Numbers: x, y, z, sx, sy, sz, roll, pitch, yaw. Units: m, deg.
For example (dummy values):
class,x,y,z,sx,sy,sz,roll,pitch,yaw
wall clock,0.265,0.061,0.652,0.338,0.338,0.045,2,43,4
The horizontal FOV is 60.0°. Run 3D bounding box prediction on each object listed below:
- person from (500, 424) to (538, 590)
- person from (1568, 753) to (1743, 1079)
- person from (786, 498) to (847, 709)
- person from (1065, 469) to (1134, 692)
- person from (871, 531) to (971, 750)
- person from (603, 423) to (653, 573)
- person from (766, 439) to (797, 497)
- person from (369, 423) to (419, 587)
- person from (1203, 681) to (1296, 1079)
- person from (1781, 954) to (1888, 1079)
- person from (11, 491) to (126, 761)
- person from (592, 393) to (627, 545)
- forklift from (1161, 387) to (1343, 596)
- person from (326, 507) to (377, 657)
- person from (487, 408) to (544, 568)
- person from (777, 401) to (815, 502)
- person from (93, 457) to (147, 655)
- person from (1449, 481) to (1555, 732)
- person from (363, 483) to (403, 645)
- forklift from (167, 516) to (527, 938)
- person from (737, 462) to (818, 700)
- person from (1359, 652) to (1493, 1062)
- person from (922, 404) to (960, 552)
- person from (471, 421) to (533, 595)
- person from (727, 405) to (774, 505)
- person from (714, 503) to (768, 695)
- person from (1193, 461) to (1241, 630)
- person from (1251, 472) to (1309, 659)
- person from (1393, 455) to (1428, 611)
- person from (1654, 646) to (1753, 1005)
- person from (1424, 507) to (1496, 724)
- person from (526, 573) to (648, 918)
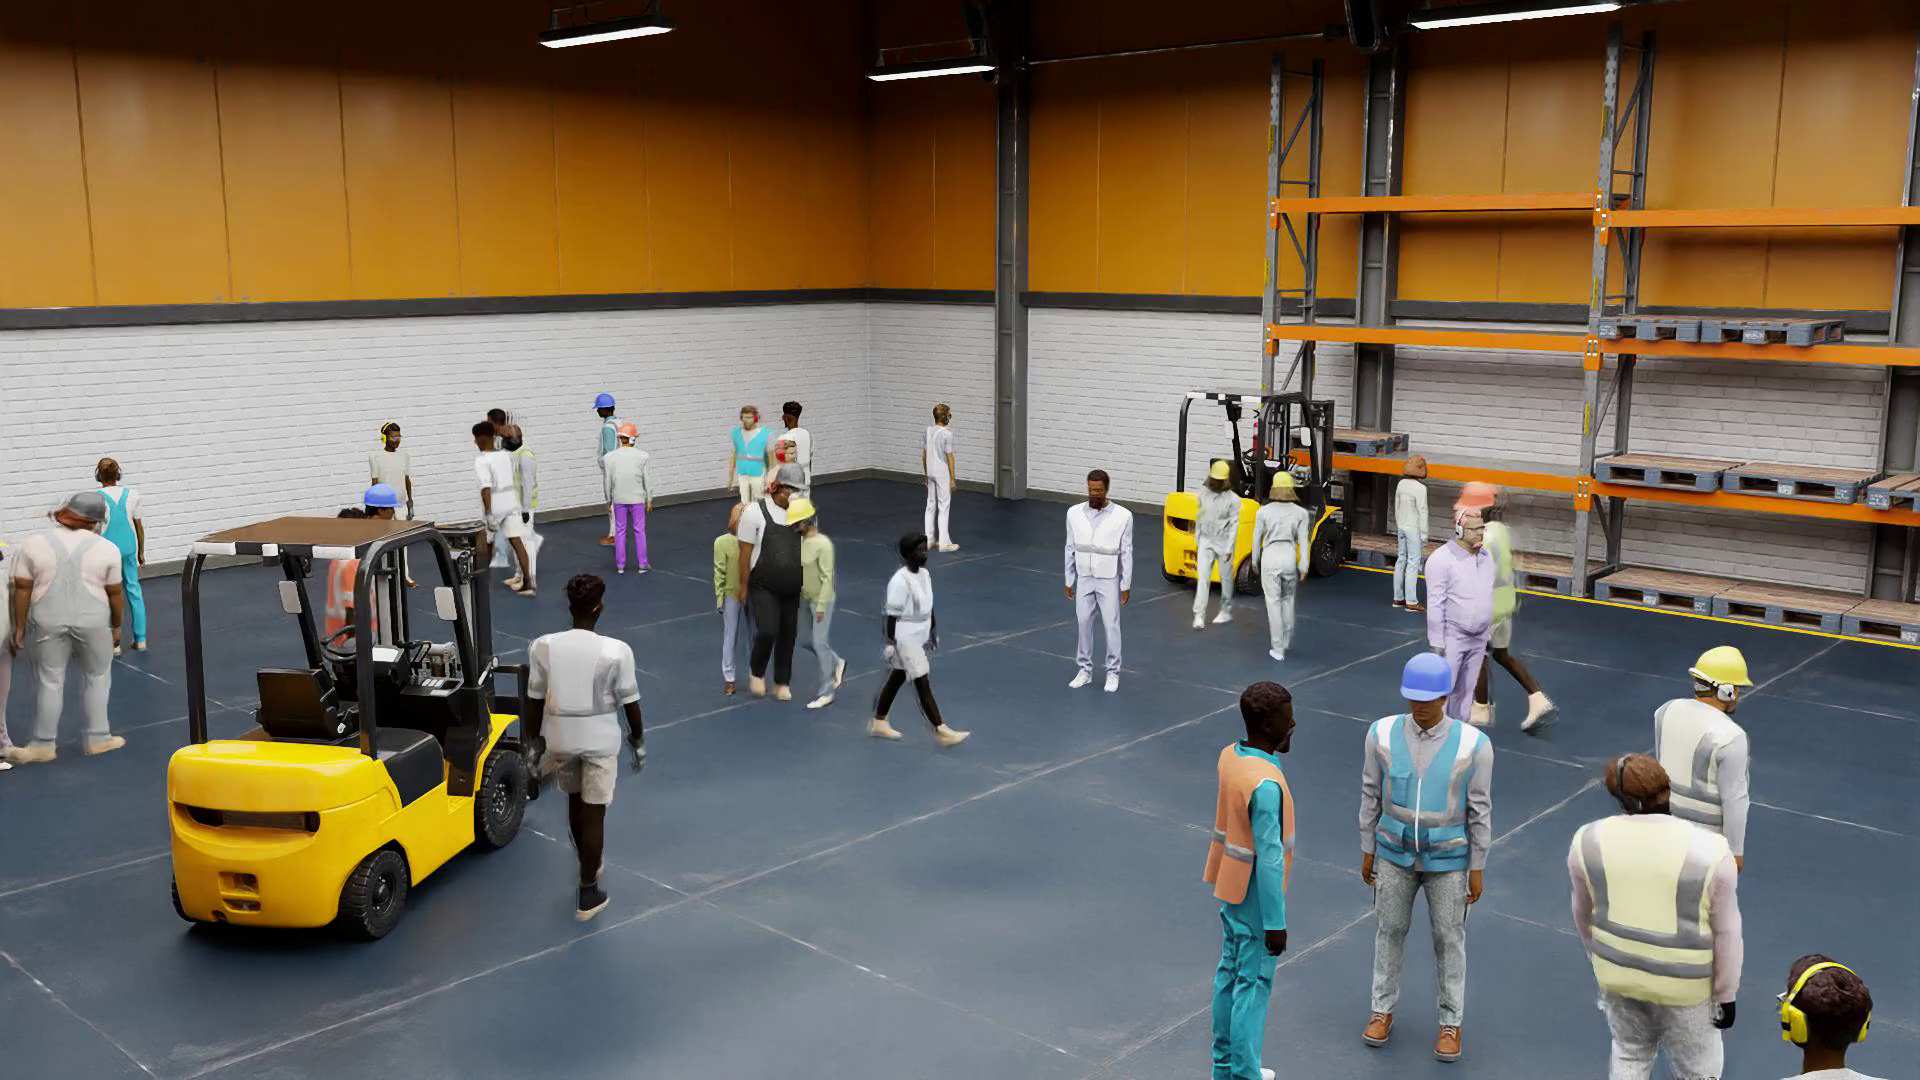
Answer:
class,x,y,z,sx,sy,sz,roll,pitch,yaw
person,-4.911,-0.371,18.466,0.429,1.833,0.631,-7,12,-34
person,2.741,1.739,6.573,0.679,1.796,0.433,8,13,39
person,-1.158,0.490,13.807,0.613,1.735,0.550,-8,13,-40
person,1.191,0.336,14.211,0.590,1.912,0.387,4,11,22
person,-0.318,0.748,12.564,0.890,1.643,0.550,4,11,22
person,-3.852,-0.491,19.364,0.565,1.748,0.339,0,10,1
person,-1.810,-0.111,16.933,0.376,1.841,0.571,0,10,0
person,-6.267,-0.371,18.386,0.333,1.860,0.510,8,13,39
person,1.272,1.551,7.257,0.390,1.920,0.587,-1,10,-7
person,2.318,2.056,4.586,0.510,1.855,0.324,-2,10,-11
person,-6.669,0.595,12.355,0.862,2.000,0.535,-4,11,-21
person,-4.446,-0.903,21.185,0.416,1.939,0.604,0,10,0
forklift,3.298,-0.608,18.767,1.214,2.155,2.313,9,13,42
person,-4.303,0.751,11.835,0.370,1.930,0.770,-5,11,-26
person,-5.343,-0.616,19.668,0.651,1.903,0.595,-3,10,-15
person,-1.980,-0.678,19.817,0.367,1.966,0.606,6,11,29
person,-7.845,0.148,15.456,0.332,1.844,0.518,9,13,40
person,4.218,0.532,12.876,0.839,1.990,0.714,6,12,31
person,-4.569,0.518,13.107,0.426,1.937,0.615,-10,14,-43
forklift,-3.583,0.976,9.748,1.214,2.155,2.313,2,10,11
person,-1.475,0.339,13.816,0.714,2.000,0.542,-5,11,-28
person,2.151,1.460,7.746,0.603,1.938,0.424,5,11,28
person,-0.250,-0.778,20.729,0.325,1.843,0.517,-10,14,-44
person,-5.039,-0.331,18.032,1.015,1.898,0.633,5,11,28
person,-2.610,-0.787,20.834,0.554,1.824,0.448,4,11,21
person,-1.836,0.489,14.113,0.500,1.636,0.284,-5,11,-24
person,2.531,0.043,16.468,0.502,1.685,0.853,6,12,30
person,2.950,0.213,15.457,0.485,1.705,0.741,-1,10,-3
person,4.715,-0.077,17.339,0.279,1.632,0.507,-3,10,-17
person,3.700,1.421,8.302,0.403,1.818,0.601,-3,10,-14
person,3.660,0.707,12.095,0.637,1.911,0.403,-6,12,-32
person,-2.114,1.131,9.593,0.651,1.931,0.839,1,10,8
